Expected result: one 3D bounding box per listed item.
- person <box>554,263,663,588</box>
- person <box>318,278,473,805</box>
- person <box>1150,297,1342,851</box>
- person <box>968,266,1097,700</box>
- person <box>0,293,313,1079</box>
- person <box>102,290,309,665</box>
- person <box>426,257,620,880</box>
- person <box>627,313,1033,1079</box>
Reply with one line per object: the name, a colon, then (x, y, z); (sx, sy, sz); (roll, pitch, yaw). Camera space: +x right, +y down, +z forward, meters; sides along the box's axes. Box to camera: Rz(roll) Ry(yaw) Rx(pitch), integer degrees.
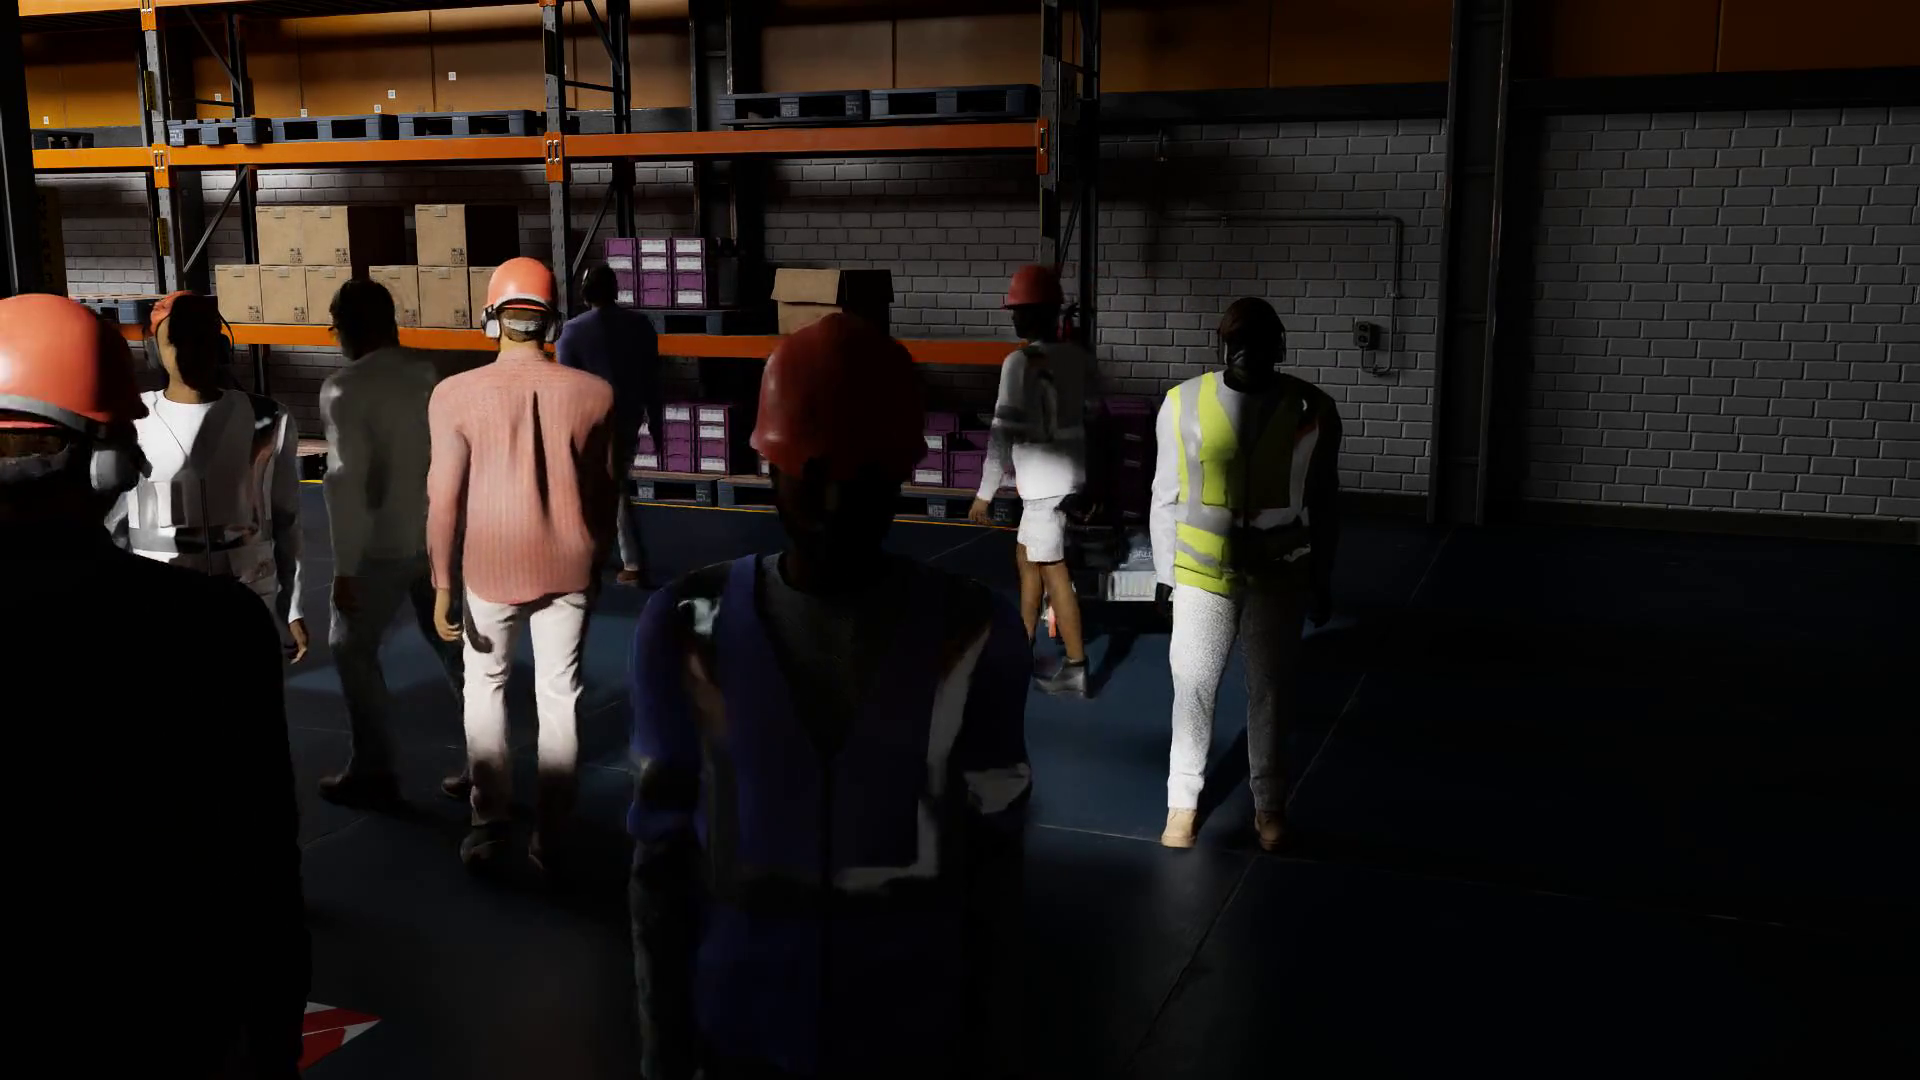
person: (-2.140, -0.692, 9.926); (0.647, 1.883, 1.055); (-8, 13, -39)
person: (-2.020, 0.031, 5.889); (0.833, 1.890, 0.733); (4, 11, 23)
person: (0.941, 0.123, 5.532); (0.624, 1.845, 0.430); (1, 10, 8)
person: (0.292, -0.259, 7.452); (0.811, 1.903, 0.562); (7, 12, 34)
person: (-1.206, 0.636, 2.369); (0.649, 1.939, 1.010); (-1, 10, -7)
person: (-2.222, 0.215, 4.913); (0.575, 1.880, 0.355); (-6, 12, -30)
person: (-1.381, 0.098, 5.312); (0.617, 1.969, 0.506); (-4, 11, -21)
person: (-0.172, 0.662, 2.293); (0.563, 1.928, 0.395); (-1, 10, -3)
